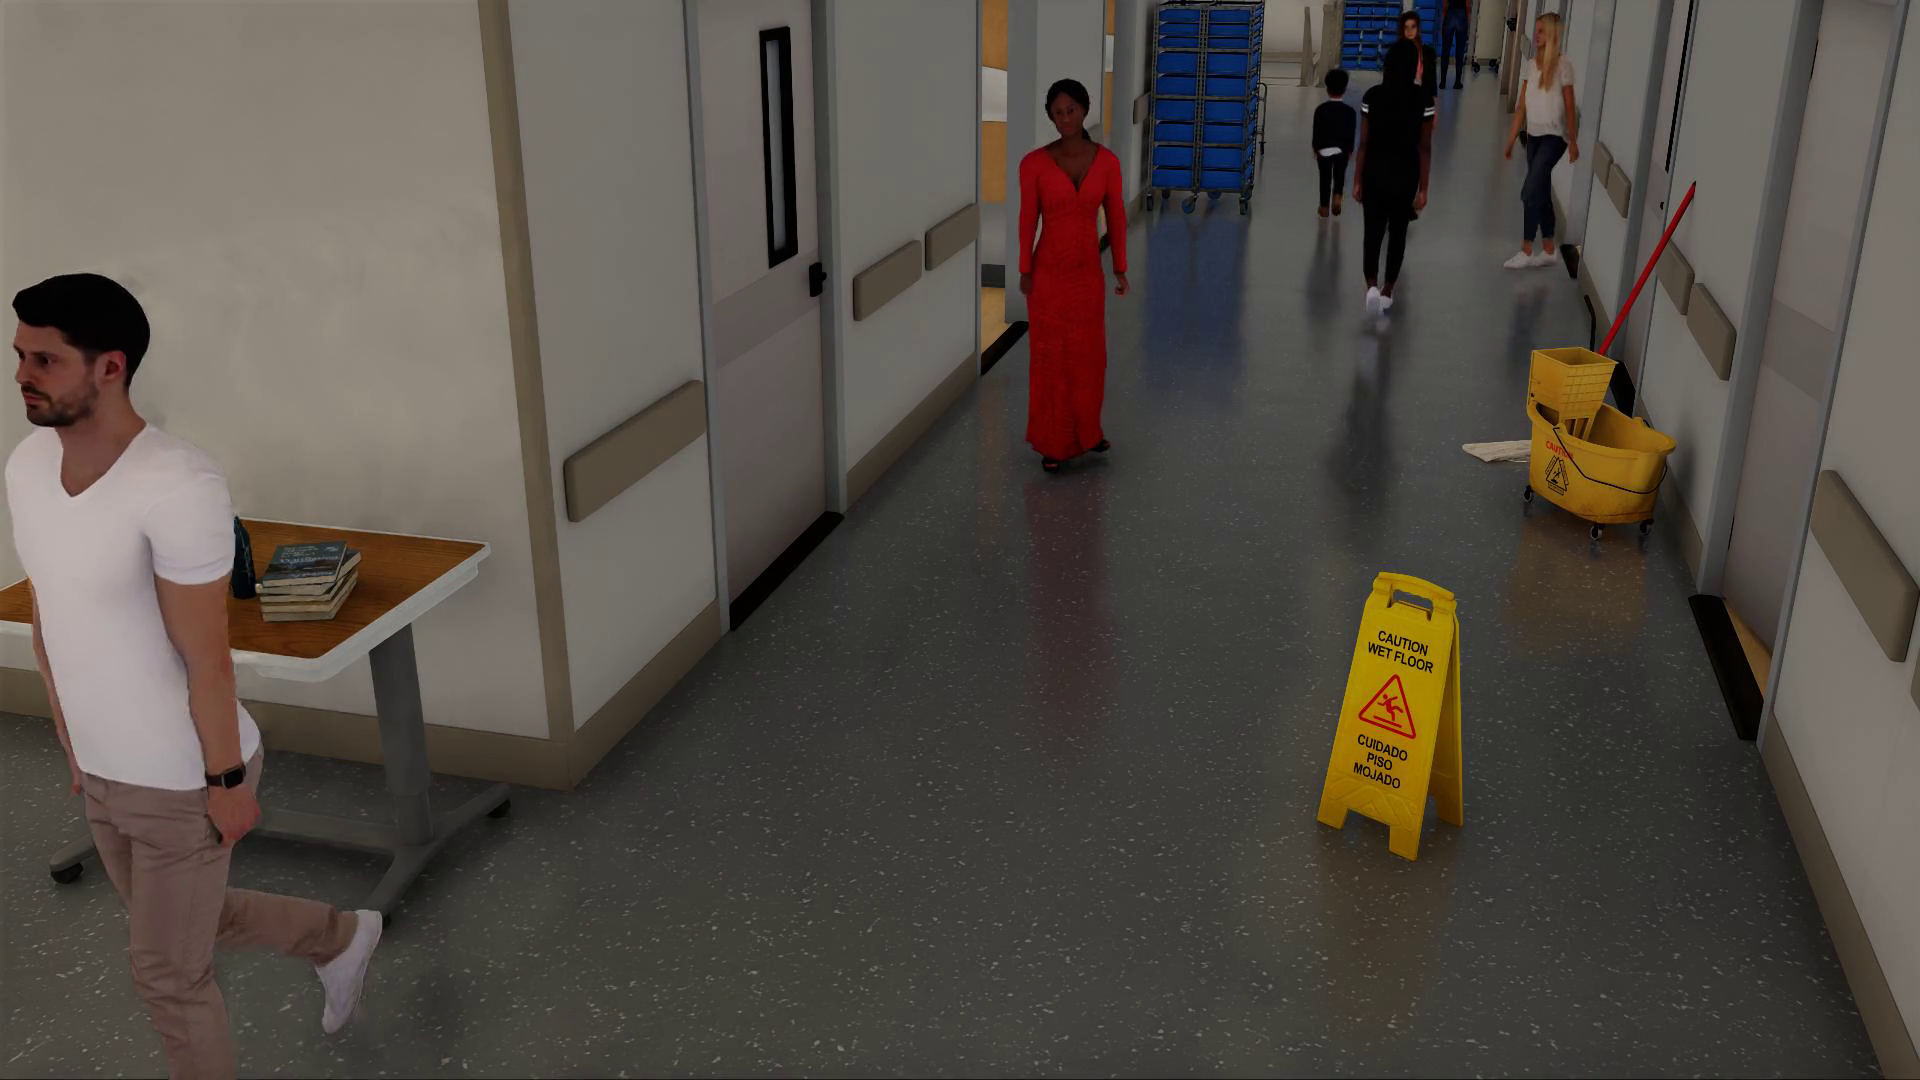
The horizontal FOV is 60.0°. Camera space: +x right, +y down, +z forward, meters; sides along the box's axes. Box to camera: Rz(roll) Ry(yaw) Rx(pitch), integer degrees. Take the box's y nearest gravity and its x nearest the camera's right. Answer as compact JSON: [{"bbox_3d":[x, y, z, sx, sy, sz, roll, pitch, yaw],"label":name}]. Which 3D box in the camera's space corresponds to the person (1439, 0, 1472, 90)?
[{"bbox_3d":[7.231,-7.495,24.288,0.574,1.739,0.547,8,22,19],"label":"person"}]

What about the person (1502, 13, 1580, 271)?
[{"bbox_3d":[4.254,-2.813,11.856,0.898,1.790,0.854,-8,22,-21],"label":"person"}]

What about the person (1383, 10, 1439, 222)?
[{"bbox_3d":[3.736,-3.554,13.978,0.931,1.673,1.189,-4,21,-10],"label":"person"}]

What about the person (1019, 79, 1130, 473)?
[{"bbox_3d":[0.517,-1.183,7.574,0.858,1.775,0.928,-8,22,-21],"label":"person"}]

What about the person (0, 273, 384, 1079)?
[{"bbox_3d":[-1.494,0.398,3.263,0.857,1.872,1.113,12,24,28],"label":"person"}]

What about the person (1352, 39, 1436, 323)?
[{"bbox_3d":[2.667,-2.196,10.357,0.609,1.697,1.114,5,21,14],"label":"person"}]

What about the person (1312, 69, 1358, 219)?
[{"bbox_3d":[3.162,-3.330,14.029,0.568,1.218,0.600,0,21,0],"label":"person"}]
